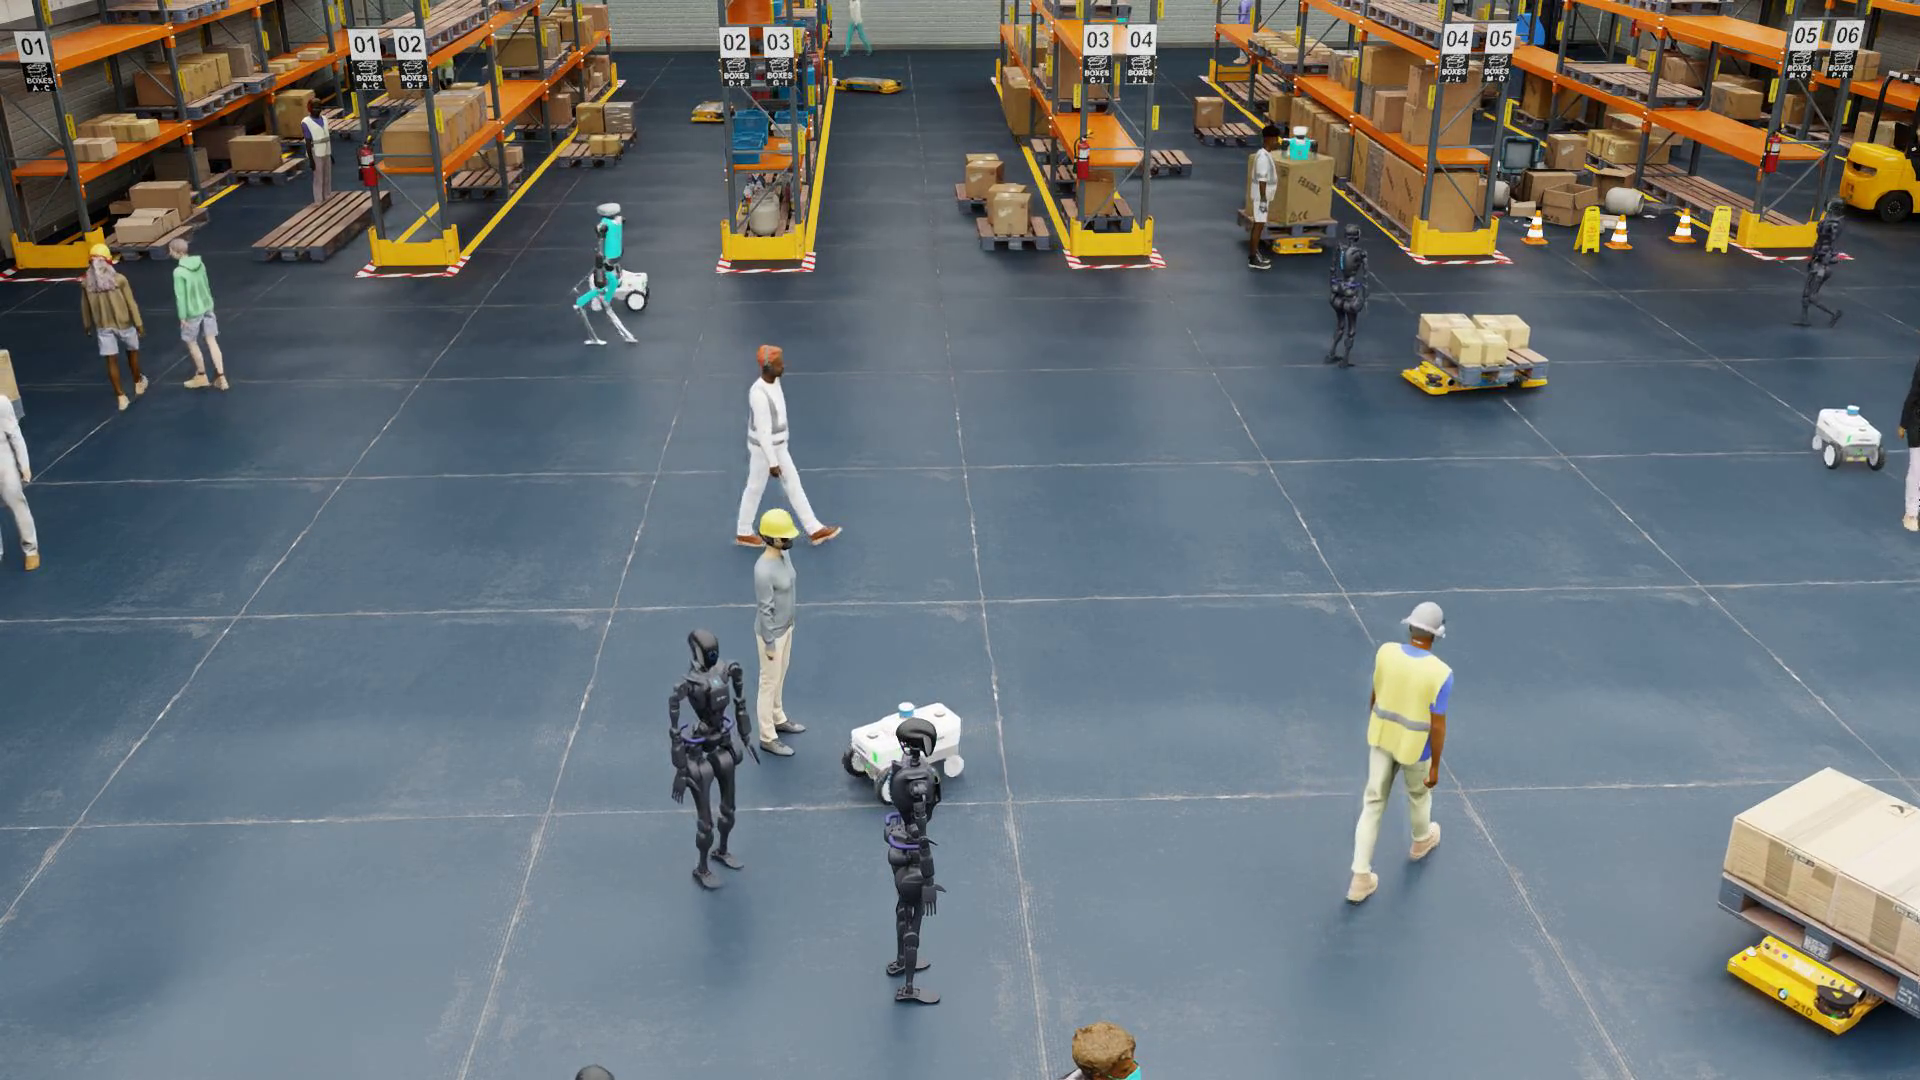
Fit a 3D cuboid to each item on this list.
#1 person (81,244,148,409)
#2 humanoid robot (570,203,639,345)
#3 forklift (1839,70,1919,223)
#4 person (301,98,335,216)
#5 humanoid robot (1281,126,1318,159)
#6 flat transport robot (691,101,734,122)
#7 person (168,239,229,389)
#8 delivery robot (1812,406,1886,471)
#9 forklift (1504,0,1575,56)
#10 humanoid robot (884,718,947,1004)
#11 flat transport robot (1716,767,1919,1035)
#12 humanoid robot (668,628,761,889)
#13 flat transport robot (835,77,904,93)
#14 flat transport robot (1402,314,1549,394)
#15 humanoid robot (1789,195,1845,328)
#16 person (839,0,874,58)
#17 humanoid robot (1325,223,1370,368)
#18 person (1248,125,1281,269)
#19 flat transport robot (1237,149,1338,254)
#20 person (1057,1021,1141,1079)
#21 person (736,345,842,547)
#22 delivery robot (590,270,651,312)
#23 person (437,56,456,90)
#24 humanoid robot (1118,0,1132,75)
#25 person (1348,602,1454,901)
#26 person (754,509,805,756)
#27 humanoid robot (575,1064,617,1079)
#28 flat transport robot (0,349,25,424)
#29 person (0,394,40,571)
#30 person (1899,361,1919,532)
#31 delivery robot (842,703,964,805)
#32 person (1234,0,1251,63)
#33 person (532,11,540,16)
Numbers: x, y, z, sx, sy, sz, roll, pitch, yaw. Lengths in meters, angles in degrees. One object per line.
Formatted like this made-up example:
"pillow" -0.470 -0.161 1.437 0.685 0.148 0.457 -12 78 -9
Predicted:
"person" -9.108 -2.340 17.940 0.597 1.721 0.849 -7 25 -15
"humanoid robot" -4.280 -3.122 19.678 0.892 1.748 0.538 8 25 18
"forklift" 15.132 -6.143 25.915 2.313 2.155 1.214 -1 24 -2
"person" -9.986 -5.960 25.932 0.376 1.837 0.568 6 25 13
"humanoid robot" 4.892 -5.157 24.330 0.530 1.852 0.677 3 24 7
"flat transport robot" -5.098 -8.829 34.310 0.659 0.231 1.431 1 24 1
"person" -8.374 -2.481 18.274 0.574 1.707 0.562 10 26 21
"delivery robot" 8.760 -1.018 16.406 0.499 0.594 0.778 1 24 2
"forklift" 14.700 -13.805 42.301 1.873 2.768 1.129 -1 24 -2
"humanoid robot" -0.244 1.687 8.932 0.315 1.657 0.599 -3 24 -8
"flat transport robot" 5.041 2.273 9.365 1.431 0.231 0.659 -15 28 -31
"humanoid robot" -1.465 1.269 9.888 0.332 1.655 0.608 21 32 39
"flat transport robot" -2.053 -10.259 37.525 1.431 0.231 0.659 12 27 25
"flat transport robot" 5.779 -1.859 18.650 1.431 0.231 0.659 -5 25 -12
"humanoid robot" 10.644 -3.420 20.429 0.483 1.639 0.604 5 24 11
"person" -2.617 -13.147 42.236 0.919 1.711 0.525 -14 28 -28
"humanoid robot" 4.438 -2.803 19.027 0.331 1.651 0.602 -15 28 -31
"person" 4.224 -4.783 23.139 0.364 1.960 0.611 4 24 9
"flat transport robot" 4.798 -4.471 24.520 0.659 0.231 1.431 -3 24 -7
"person" 0.513 2.660 6.472 0.373 1.917 0.488 2 24 4
"person" -1.540 -0.772 14.280 0.959 1.828 0.600 5 24 10
"delivery robot" -4.370 -3.244 21.414 0.789 0.598 0.499 -2 24 -4
"person" -11.010 -10.125 35.488 0.534 1.677 0.646 -3 24 -7
"humanoid robot" 3.711 -12.028 39.729 0.544 1.795 0.854 -16 29 -32
"person" 2.619 1.202 9.841 0.542 1.840 1.000 18 30 35
"person" -1.220 0.603 11.277 0.326 1.766 0.532 4 24 9
"humanoid robot" -1.386 2.746 6.657 0.780 1.650 0.590 22 32 40
"flat transport robot" -10.316 -1.040 16.809 0.659 0.231 1.431 6 25 12
"person" -8.095 -0.626 13.895 0.574 1.889 0.386 -6 25 -13
"person" 8.738 -1.057 14.956 0.557 1.822 0.864 6 25 12
"delivery robot" -0.356 1.363 11.048 0.785 0.587 0.499 -15 28 -30
"person" 7.051 -12.756 41.253 0.376 1.797 0.604 11 26 23
"person" -10.474 -12.622 40.876 0.385 1.861 0.515 -8 25 -16
